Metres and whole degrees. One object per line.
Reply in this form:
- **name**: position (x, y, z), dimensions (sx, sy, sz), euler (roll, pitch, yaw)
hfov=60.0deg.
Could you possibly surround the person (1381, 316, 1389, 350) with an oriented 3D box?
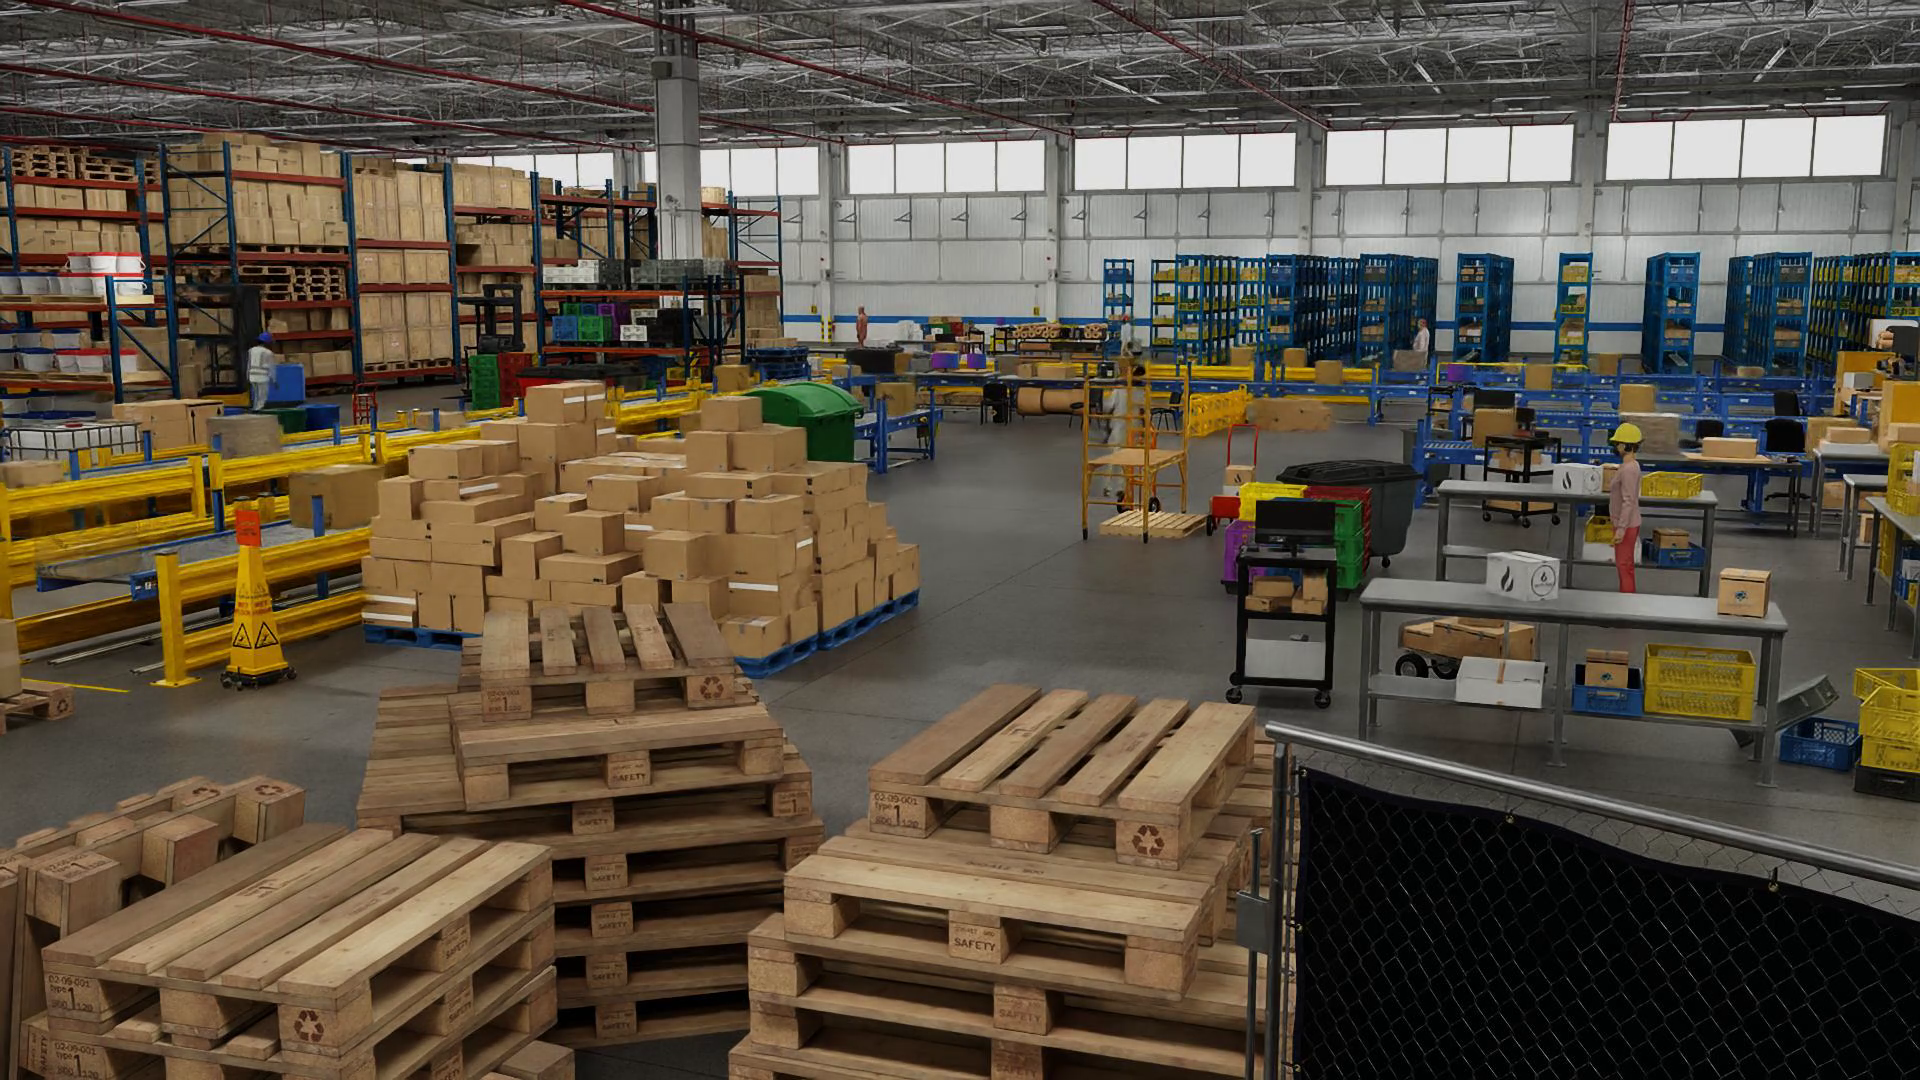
- **person**: position (13.225, -6.113, 51.696), dimensions (0.390, 1.850, 0.565), euler (3, 10, 20)

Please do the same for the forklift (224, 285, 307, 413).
- **forklift**: position (-15.265, -4.137, 36.064), dimensions (1.873, 2.768, 1.129), euler (-3, 10, -19)

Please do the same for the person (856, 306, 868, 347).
- **person**: position (-3.574, -7.504, 60.245), dimensions (0.407, 1.913, 0.641), euler (3, 10, 20)

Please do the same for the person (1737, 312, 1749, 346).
- **person**: position (27.032, -7.002, 57.482), dimensions (0.925, 1.781, 0.617), euler (1, 9, 7)

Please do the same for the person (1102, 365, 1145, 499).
- **person**: position (2.256, -1.453, 22.498), dimensions (0.555, 1.830, 0.465), euler (-3, 10, -19)

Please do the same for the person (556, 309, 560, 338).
- **person**: position (-14.415, -7.457, 60.182), dimensions (0.403, 1.837, 0.591), euler (3, 10, 20)

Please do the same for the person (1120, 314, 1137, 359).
- **person**: position (5.645, -6.768, 56.197), dimensions (0.731, 1.726, 0.569), euler (-2, 9, -14)

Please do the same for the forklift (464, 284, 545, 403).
- **forklift**: position (-10.832, -4.702, 39.610), dimensions (1.129, 2.768, 1.873), euler (3, 10, 20)

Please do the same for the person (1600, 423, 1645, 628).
- **person**: position (5.707, -0.122, 14.336), dimensions (0.309, 1.772, 0.525), euler (3, 10, 20)

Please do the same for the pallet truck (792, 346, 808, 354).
- **pallet truck**: position (-3.705, -4.298, 42.022), dimensions (0.653, 1.274, 1.630), euler (3, 10, 20)

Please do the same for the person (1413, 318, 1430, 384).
- **person**: position (12.062, -4.843, 43.546), dimensions (0.407, 1.908, 0.641), euler (3, 10, 20)

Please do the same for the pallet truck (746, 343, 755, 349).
- **pallet truck**: position (-6.183, -4.618, 44.264), dimensions (1.601, 1.201, 0.680), euler (-9, 12, -43)

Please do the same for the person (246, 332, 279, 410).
- **person**: position (-14.016, -3.224, 33.410), dimensions (0.642, 1.897, 0.573), euler (5, 10, 28)

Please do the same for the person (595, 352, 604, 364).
- **person**: position (-11.198, -6.085, 51.563), dimensions (0.403, 1.837, 0.591), euler (3, 10, 20)
